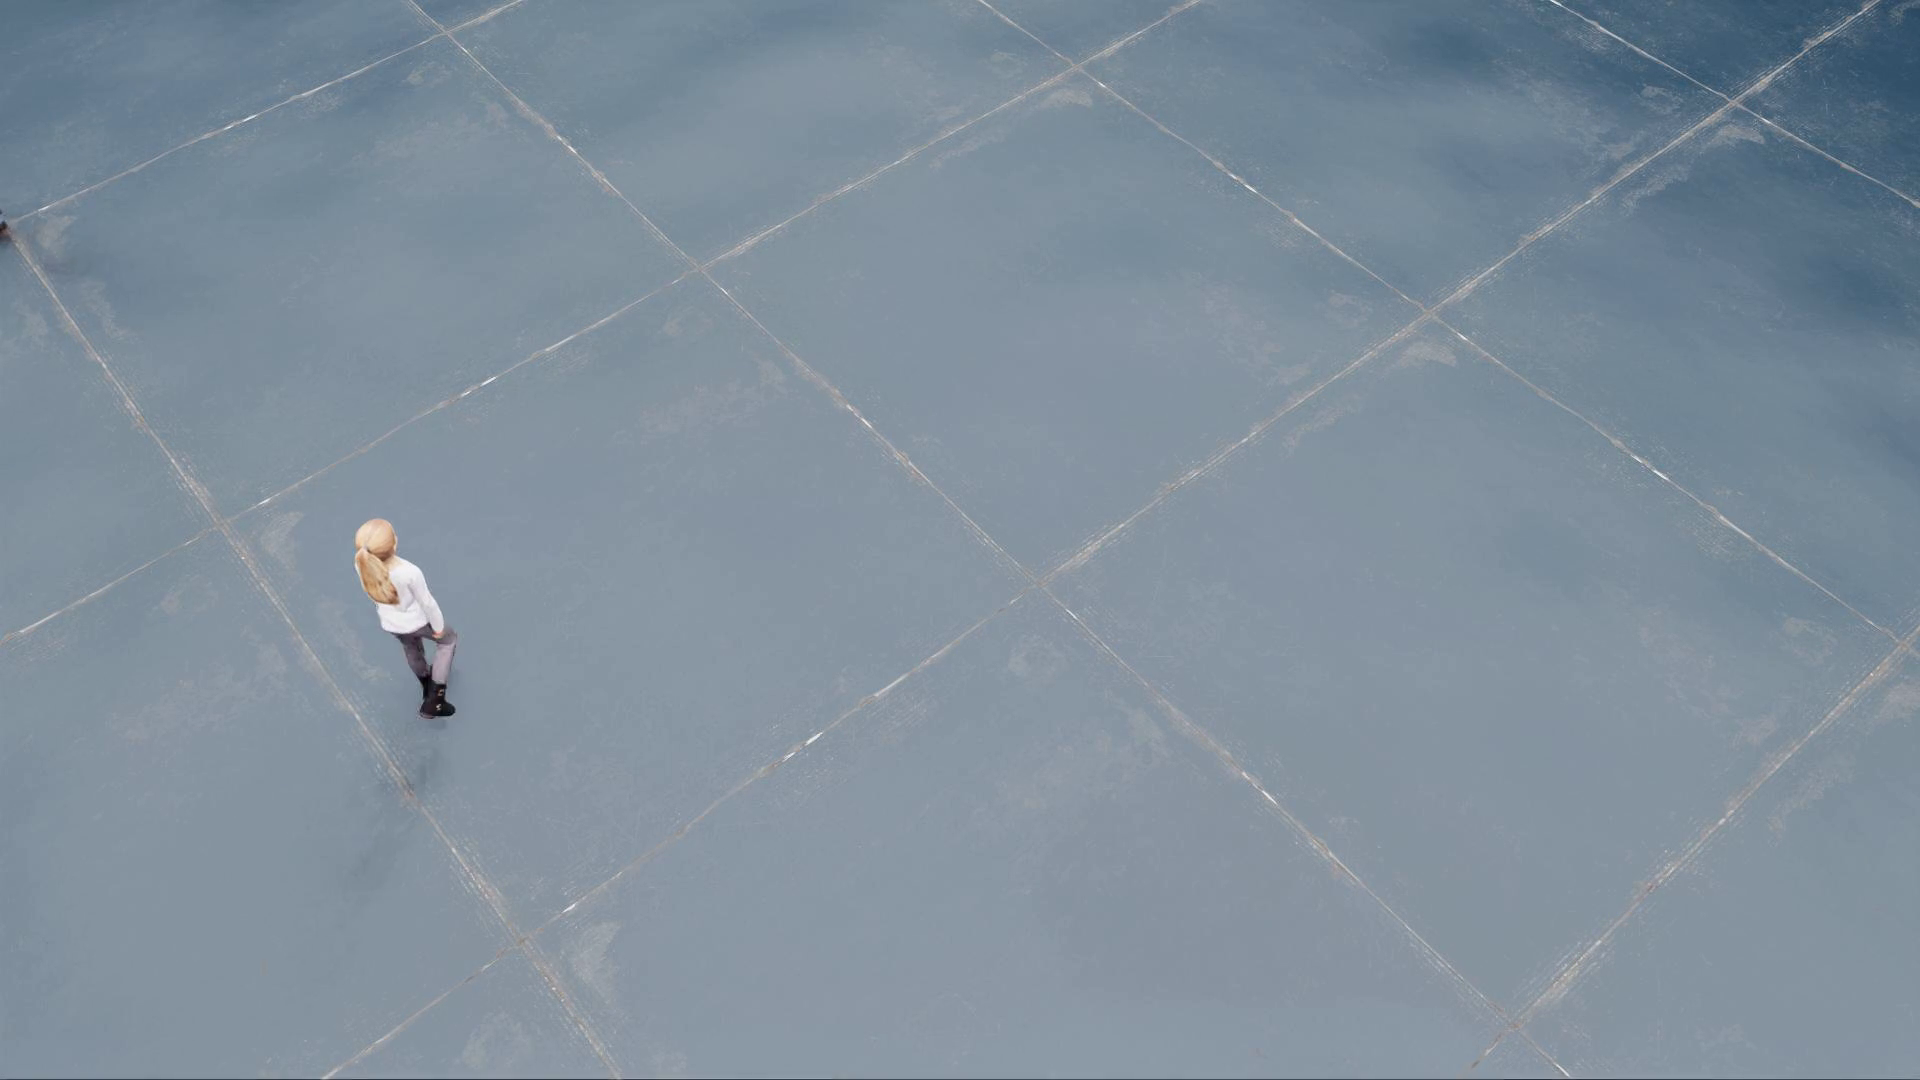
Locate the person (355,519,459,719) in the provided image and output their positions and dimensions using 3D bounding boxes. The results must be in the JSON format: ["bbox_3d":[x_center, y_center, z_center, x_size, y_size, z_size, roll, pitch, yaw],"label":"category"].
[{"bbox_3d":[-2.491,0.394,7.434,0.659,1.269,0.729,9,53,7],"label":"person"}]
